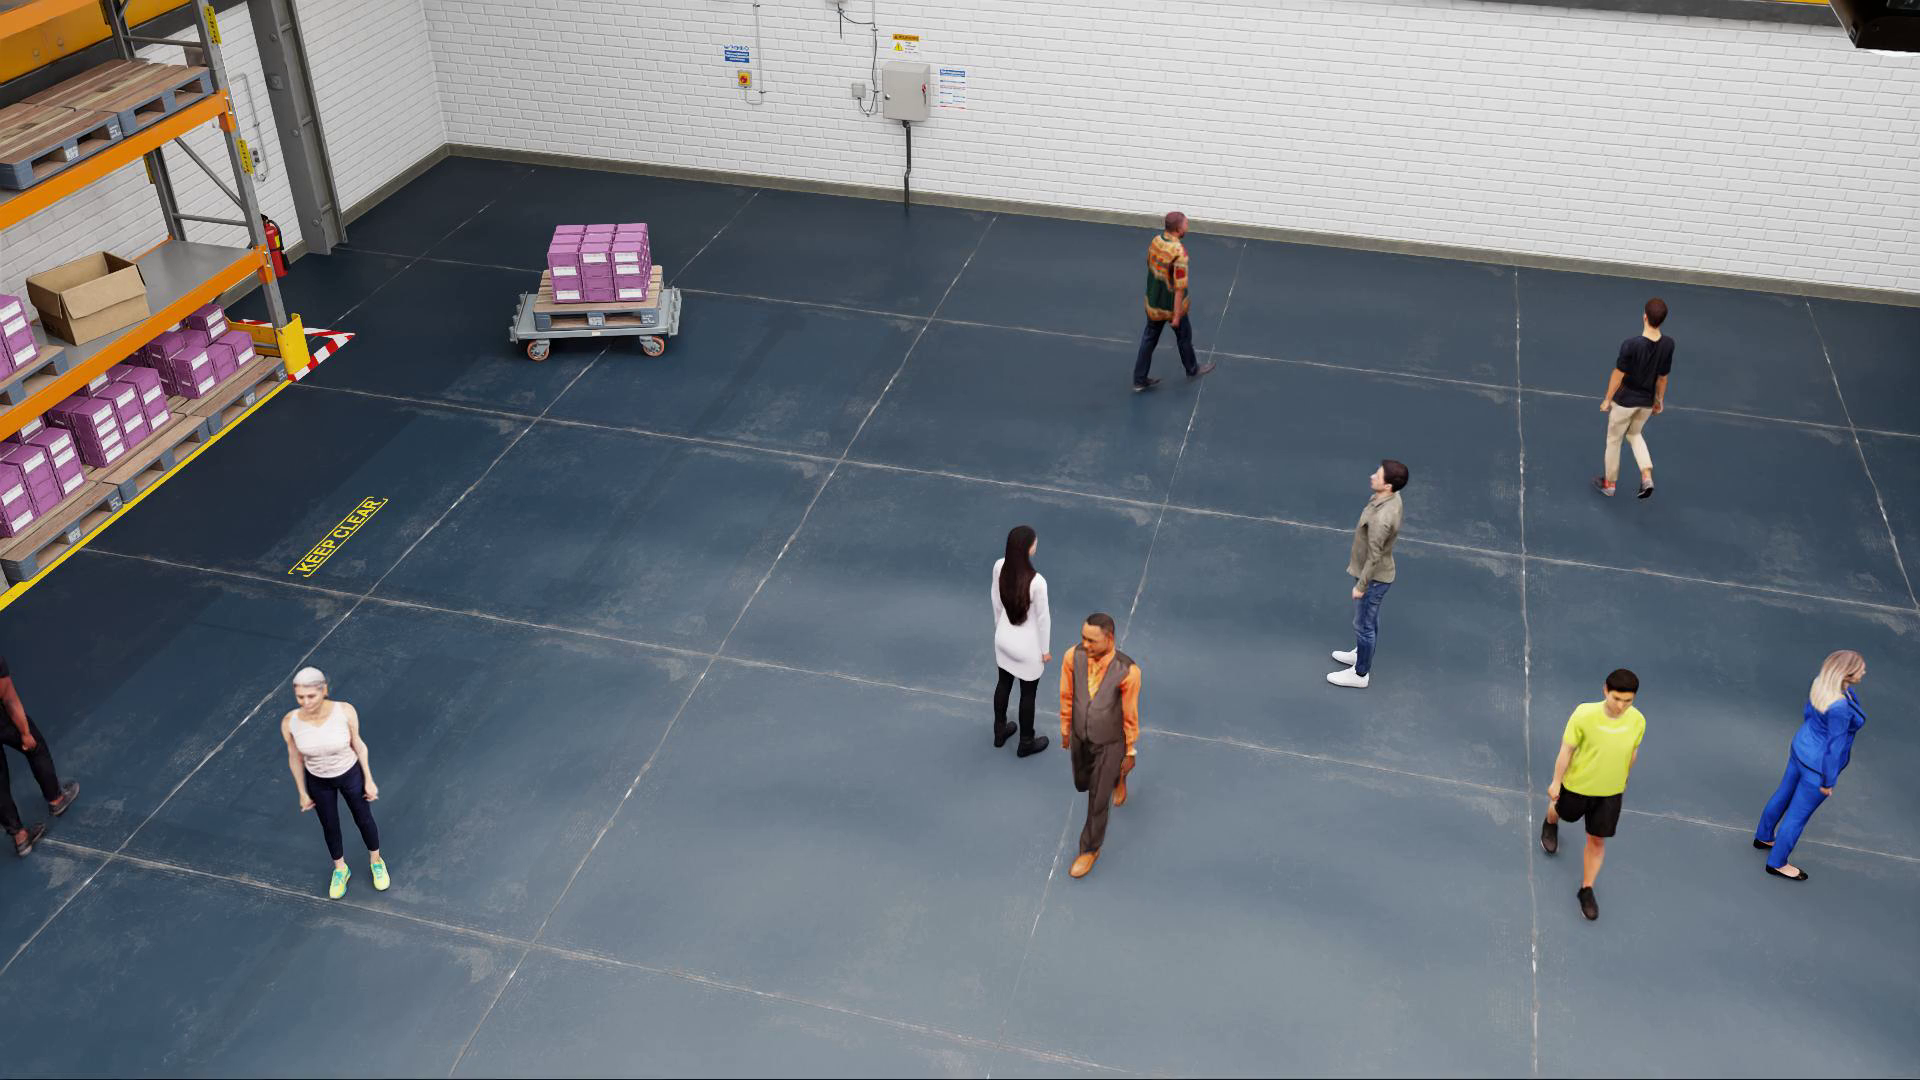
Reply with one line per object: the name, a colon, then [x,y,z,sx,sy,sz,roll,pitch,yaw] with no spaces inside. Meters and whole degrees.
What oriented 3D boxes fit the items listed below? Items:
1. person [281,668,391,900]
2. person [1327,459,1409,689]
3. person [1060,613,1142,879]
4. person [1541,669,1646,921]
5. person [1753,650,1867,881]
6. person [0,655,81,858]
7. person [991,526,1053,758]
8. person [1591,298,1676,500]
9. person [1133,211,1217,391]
person: [-3.832,1.469,10.213,0.688,1.702,0.696,-9,35,-13]
person: [2.968,0.237,11.917,0.777,1.867,0.545,11,35,17]
person: [0.924,1.192,10.468,0.927,1.880,1.208,19,38,26]
person: [3.890,1.430,10.299,0.759,1.671,1.139,4,34,6]
person: [5.305,1.373,10.358,0.715,1.701,0.531,4,34,6]
person: [-6.119,1.251,10.452,0.811,1.800,0.972,1,34,1]
person: [0.390,0.689,11.291,0.680,1.807,0.657,25,41,32]
person: [5.706,-1.116,13.975,0.862,1.843,0.984,-6,34,-9]
person: [1.871,-2.212,15.690,1.181,1.769,1.137,-17,37,-24]
